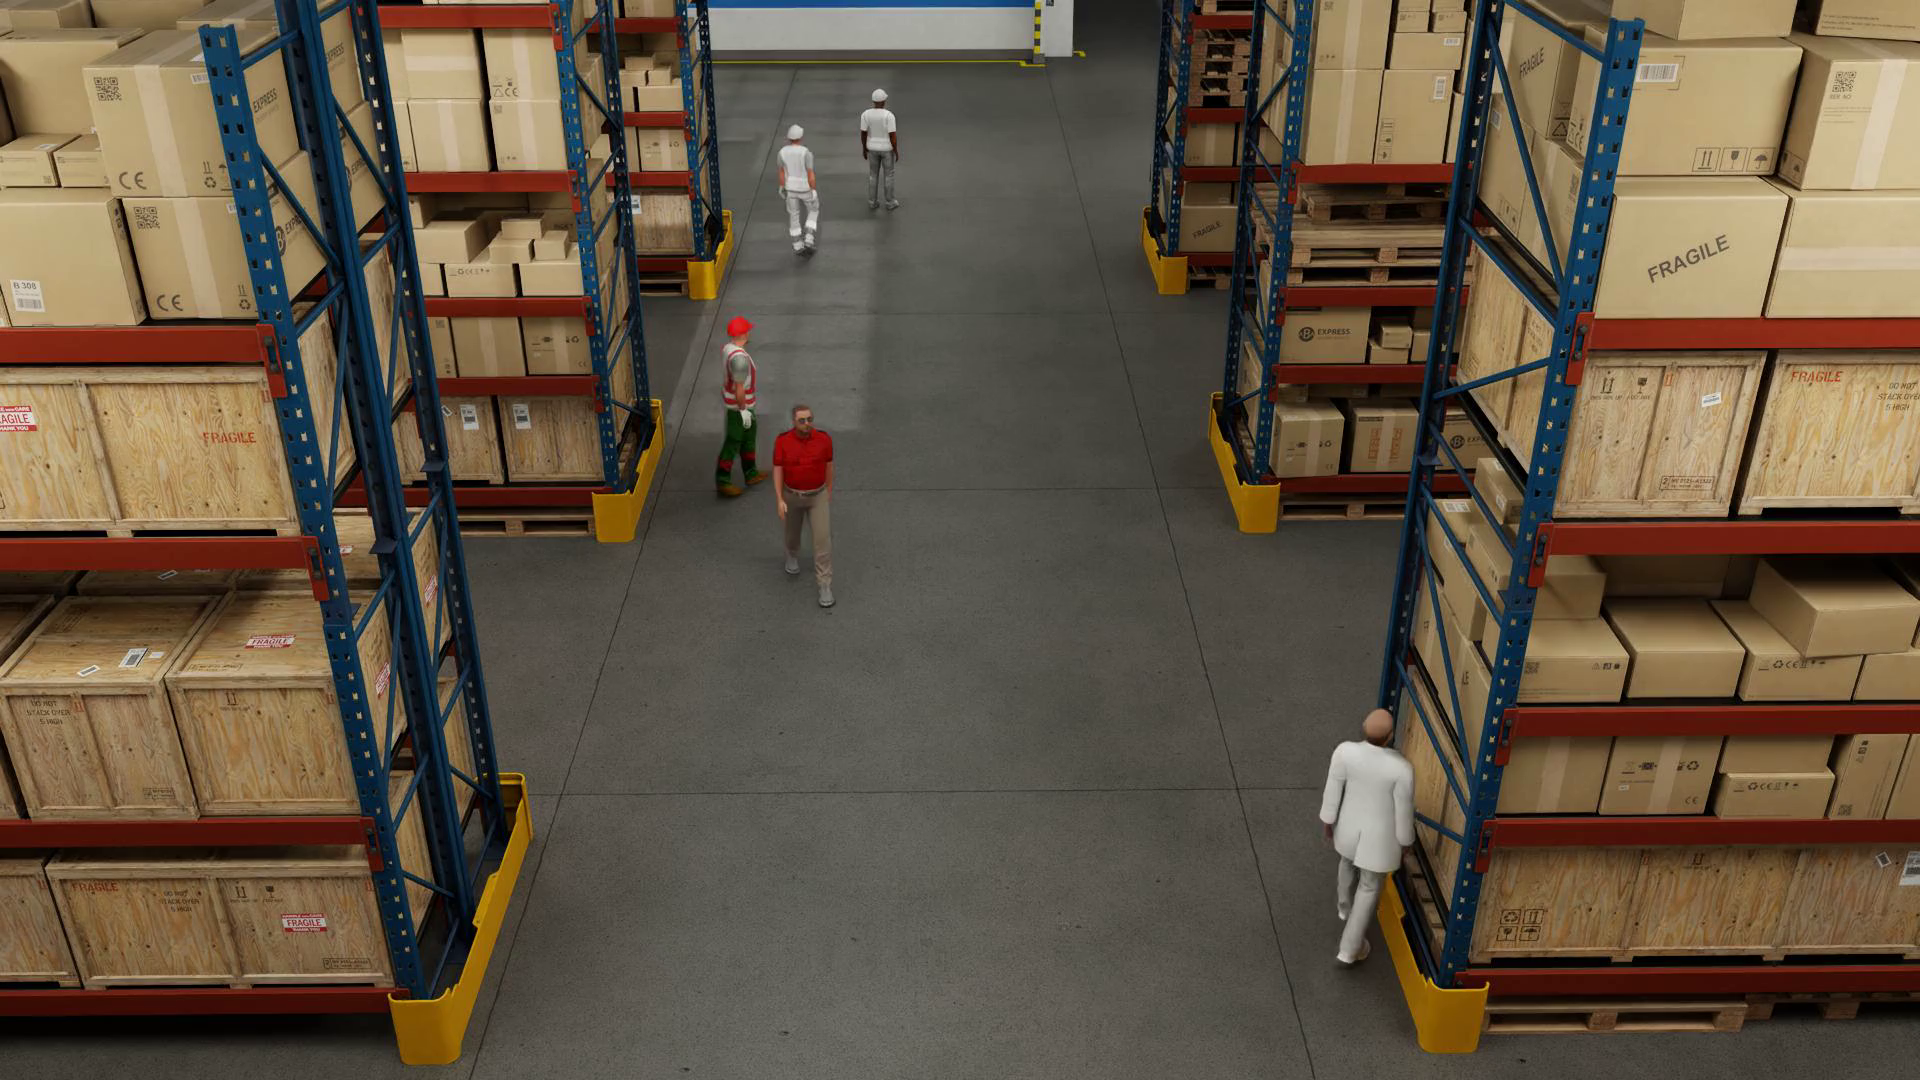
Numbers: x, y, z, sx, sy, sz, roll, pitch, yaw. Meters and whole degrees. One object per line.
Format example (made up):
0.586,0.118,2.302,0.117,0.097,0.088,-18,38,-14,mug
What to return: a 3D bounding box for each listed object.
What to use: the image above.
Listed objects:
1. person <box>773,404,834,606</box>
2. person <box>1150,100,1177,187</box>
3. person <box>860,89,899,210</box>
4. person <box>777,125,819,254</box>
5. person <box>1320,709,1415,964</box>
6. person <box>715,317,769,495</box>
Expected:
-1.360,-0.361,14.625,0.533,1.690,0.922,-3,28,-6,person
3.123,-5.737,24.635,0.499,1.670,0.490,-24,37,-38,person
-1.167,-5.816,24.723,0.565,1.770,0.397,8,29,14,person
-2.204,-4.818,22.813,0.555,1.795,0.426,6,29,11,person
2.602,1.809,10.545,0.600,1.791,0.848,19,34,31,person
-2.187,-1.331,16.361,0.568,1.785,0.586,-7,29,-12,person
